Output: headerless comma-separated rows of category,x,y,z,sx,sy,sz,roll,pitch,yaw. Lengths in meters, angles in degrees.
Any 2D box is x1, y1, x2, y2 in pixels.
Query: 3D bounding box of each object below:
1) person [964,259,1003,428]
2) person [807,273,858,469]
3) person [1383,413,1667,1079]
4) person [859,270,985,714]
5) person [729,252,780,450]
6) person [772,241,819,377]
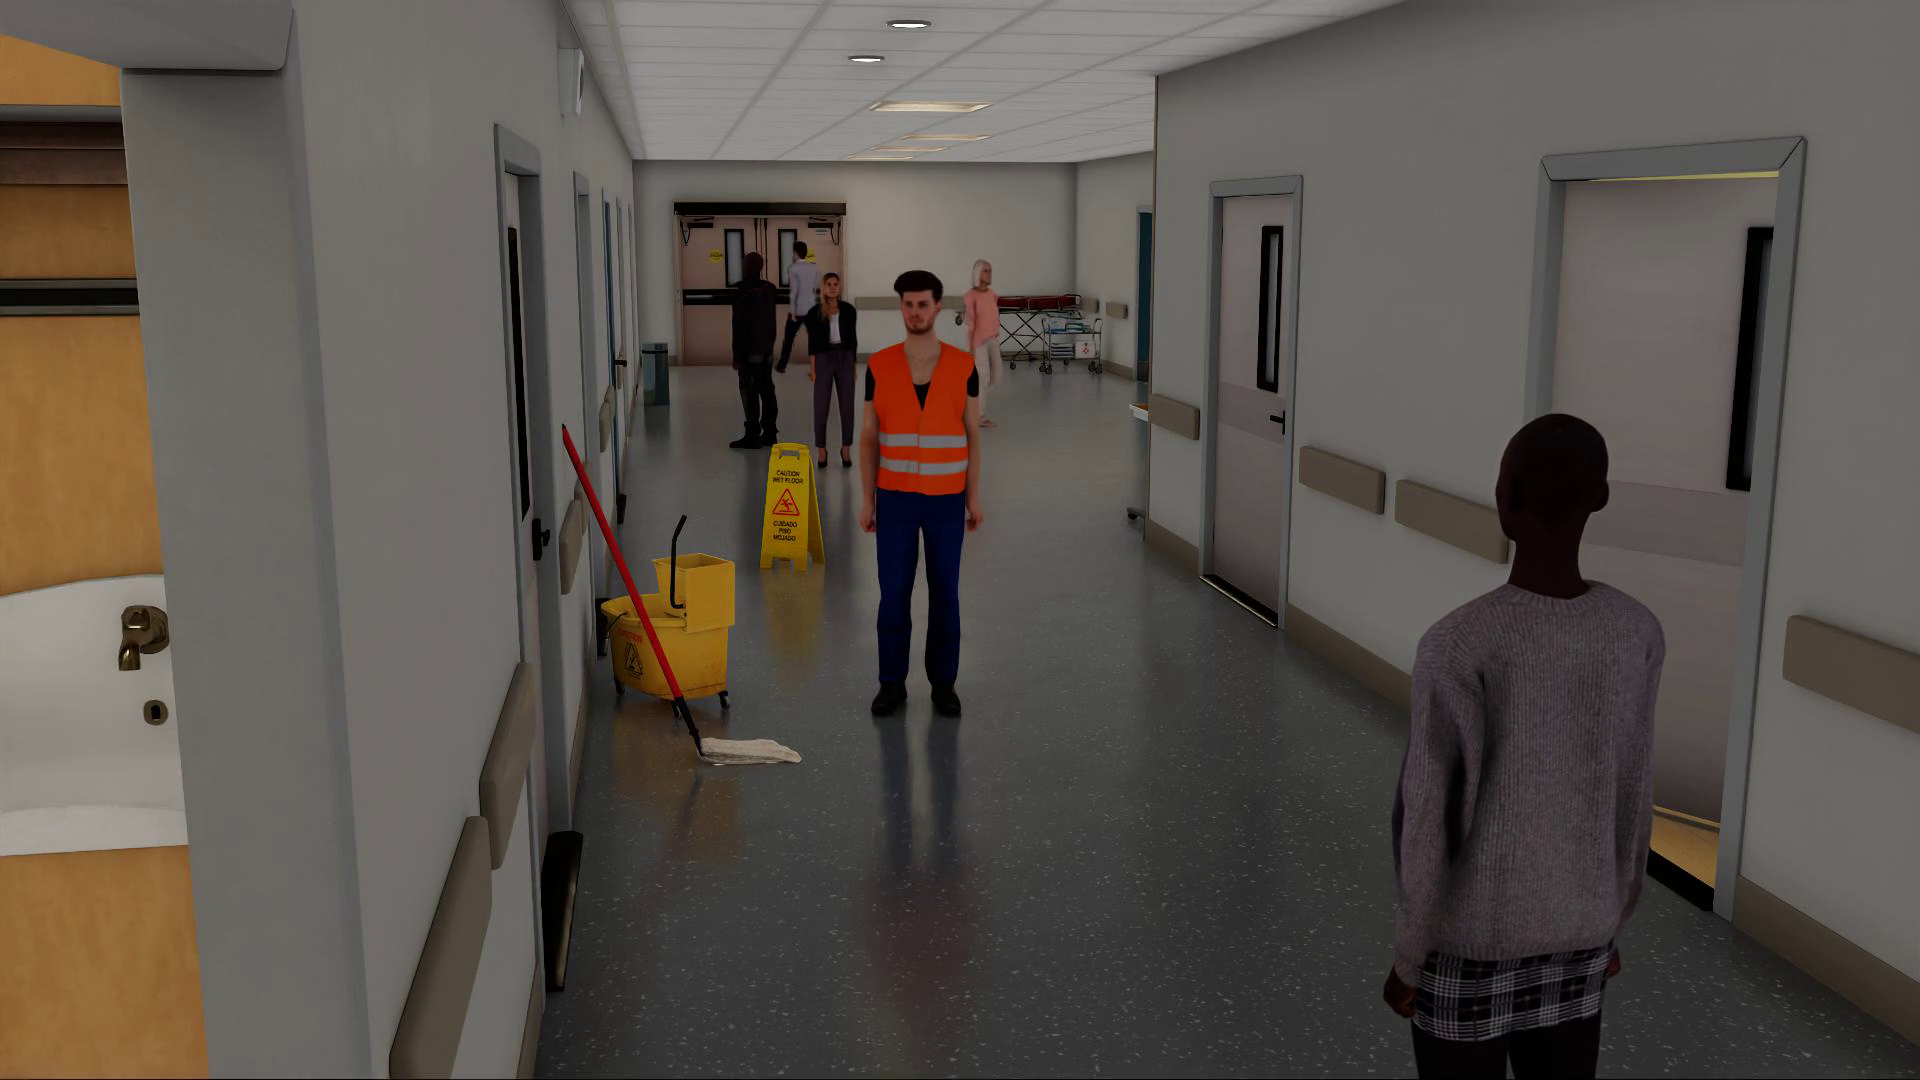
person,0.178,-2.017,17.114,0.880,1.712,0.808,10,14,41
person,-1.084,-1.457,14.281,0.596,1.667,0.552,-3,11,-15
person,0.949,0.665,2.818,0.639,1.772,0.566,-3,11,-16
person,-0.164,-0.201,7.091,0.730,1.880,0.679,0,11,0
person,-1.907,-1.781,15.564,0.845,1.825,0.784,7,13,34
person,-2.063,-3.090,22.501,1.063,1.811,1.228,-10,15,-42
